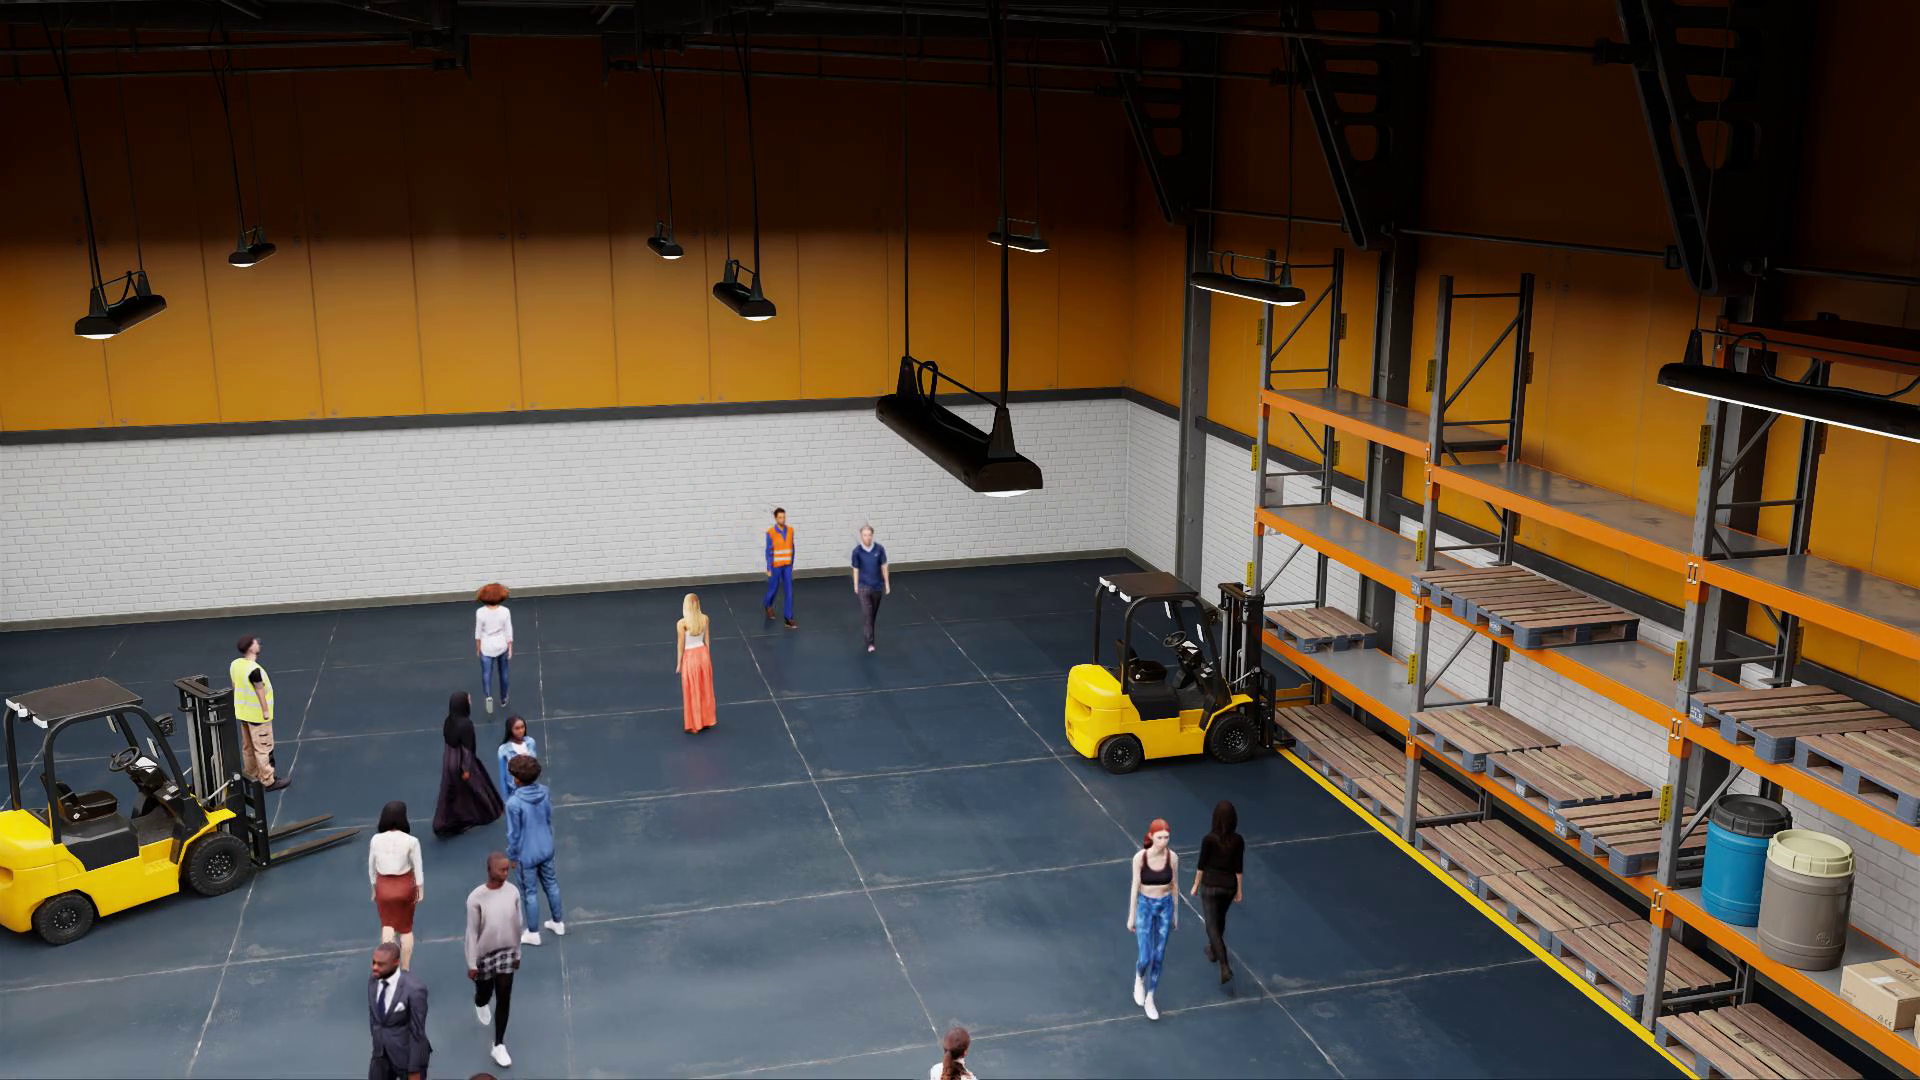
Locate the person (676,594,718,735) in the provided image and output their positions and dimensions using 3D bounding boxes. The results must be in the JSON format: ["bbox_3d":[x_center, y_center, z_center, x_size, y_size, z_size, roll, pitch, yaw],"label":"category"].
[{"bbox_3d":[-3.325,1.543,20.909,0.716,1.802,0.720,-11,17,-37],"label":"person"}]

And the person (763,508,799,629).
[{"bbox_3d":[-2.801,0.411,25.535,0.940,1.823,1.300,-8,16,-31],"label":"person"}]

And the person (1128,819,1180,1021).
[{"bbox_3d":[1.622,3.188,14.173,0.617,1.774,0.691,-2,14,-8],"label":"person"}]

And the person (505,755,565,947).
[{"bbox_3d":[-3.962,2.865,15.456,0.807,1.799,0.776,10,17,36],"label":"person"}]

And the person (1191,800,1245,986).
[{"bbox_3d":[2.314,3.135,14.736,0.586,1.613,1.033,-3,14,-14],"label":"person"}]

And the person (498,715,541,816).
[{"bbox_3d":[-4.504,2.572,16.879,0.906,1.698,0.831,13,19,43],"label":"person"}]

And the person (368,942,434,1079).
[{"bbox_3d":[-3.992,3.696,12.015,0.994,1.803,1.074,5,15,22],"label":"person"}]

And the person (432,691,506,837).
[{"bbox_3d":[-5.411,2.403,17.785,1.126,1.599,1.106,10,17,35],"label":"person"}]

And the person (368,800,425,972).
[{"bbox_3d":[-4.912,3.137,14.460,0.661,1.738,0.724,-2,14,-7],"label":"person"}]

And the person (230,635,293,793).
[{"bbox_3d":[-8.073,1.965,19.068,0.850,1.847,0.915,9,16,33],"label":"person"}]

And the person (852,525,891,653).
[{"bbox_3d":[-1.331,0.689,24.403,0.676,1.816,1.181,-4,14,-15],"label":"person"}]

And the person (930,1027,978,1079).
[{"bbox_3d":[-0.081,4.031,11.195,0.864,1.537,0.996,6,15,22],"label":"person"}]

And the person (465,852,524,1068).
[{"bbox_3d":[-3.828,3.354,13.539,0.857,1.750,1.088,-9,16,-32],"label":"person"}]

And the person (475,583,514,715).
[{"bbox_3d":[-6.070,1.421,21.651,0.640,1.690,0.970,-3,14,-12],"label":"person"}]
